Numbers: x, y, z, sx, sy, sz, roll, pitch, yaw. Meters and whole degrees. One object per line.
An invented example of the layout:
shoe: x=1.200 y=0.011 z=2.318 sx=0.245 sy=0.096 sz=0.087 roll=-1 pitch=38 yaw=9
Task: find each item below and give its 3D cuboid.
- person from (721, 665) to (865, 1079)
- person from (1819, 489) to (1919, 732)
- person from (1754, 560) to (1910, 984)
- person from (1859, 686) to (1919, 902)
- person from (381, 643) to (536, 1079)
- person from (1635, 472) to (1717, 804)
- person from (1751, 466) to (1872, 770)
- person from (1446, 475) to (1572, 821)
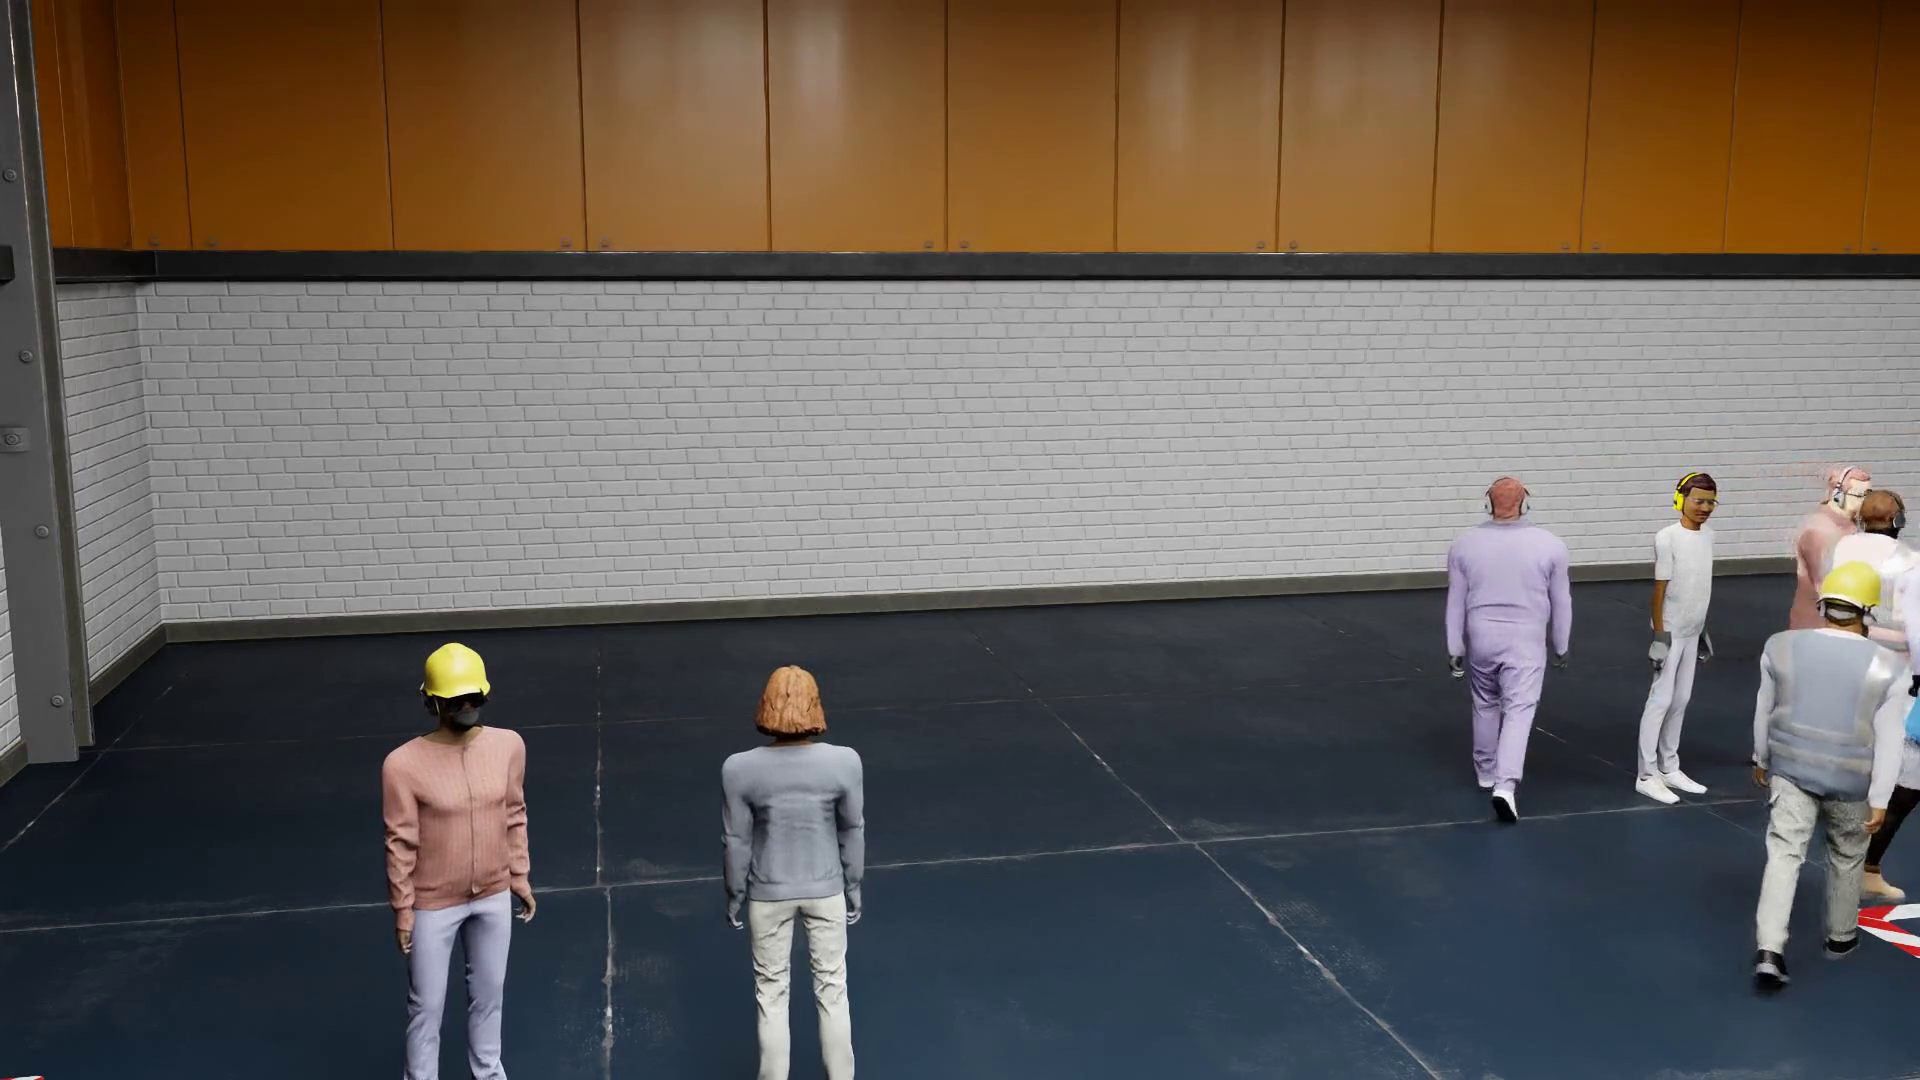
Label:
person: x=-0.579 y=1.246 z=5.820 sx=0.502 sy=1.633 sz=0.279 roll=-2 pitch=9 yaw=-10
person: x=4.918 y=0.636 z=9.006 sx=0.637 sy=1.820 sz=0.642 roll=-4 pitch=10 yaw=-23
person: x=3.627 y=0.975 z=7.003 sx=0.590 sy=1.800 sz=0.901 roll=7 pitch=12 yaw=38
person: x=4.653 y=0.921 z=7.733 sx=0.893 sy=1.640 sz=0.543 roll=0 pitch=9 yaw=2
person: x=-1.678 y=1.210 z=5.635 sx=0.526 sy=1.769 sz=0.329 roll=-9 pitch=13 yaw=-43
person: x=4.092 y=0.541 z=9.418 sx=0.512 sy=1.866 sz=0.330 roll=-7 pitch=11 yaw=-35
person: x=5.132 y=0.504 z=9.635 sx=0.961 sy=1.859 sz=0.657 roll=9 pitch=13 yaw=43
person: x=3.018 y=0.575 z=9.214 sx=0.647 sy=1.869 sz=0.942 roll=5 pitch=11 yaw=28
